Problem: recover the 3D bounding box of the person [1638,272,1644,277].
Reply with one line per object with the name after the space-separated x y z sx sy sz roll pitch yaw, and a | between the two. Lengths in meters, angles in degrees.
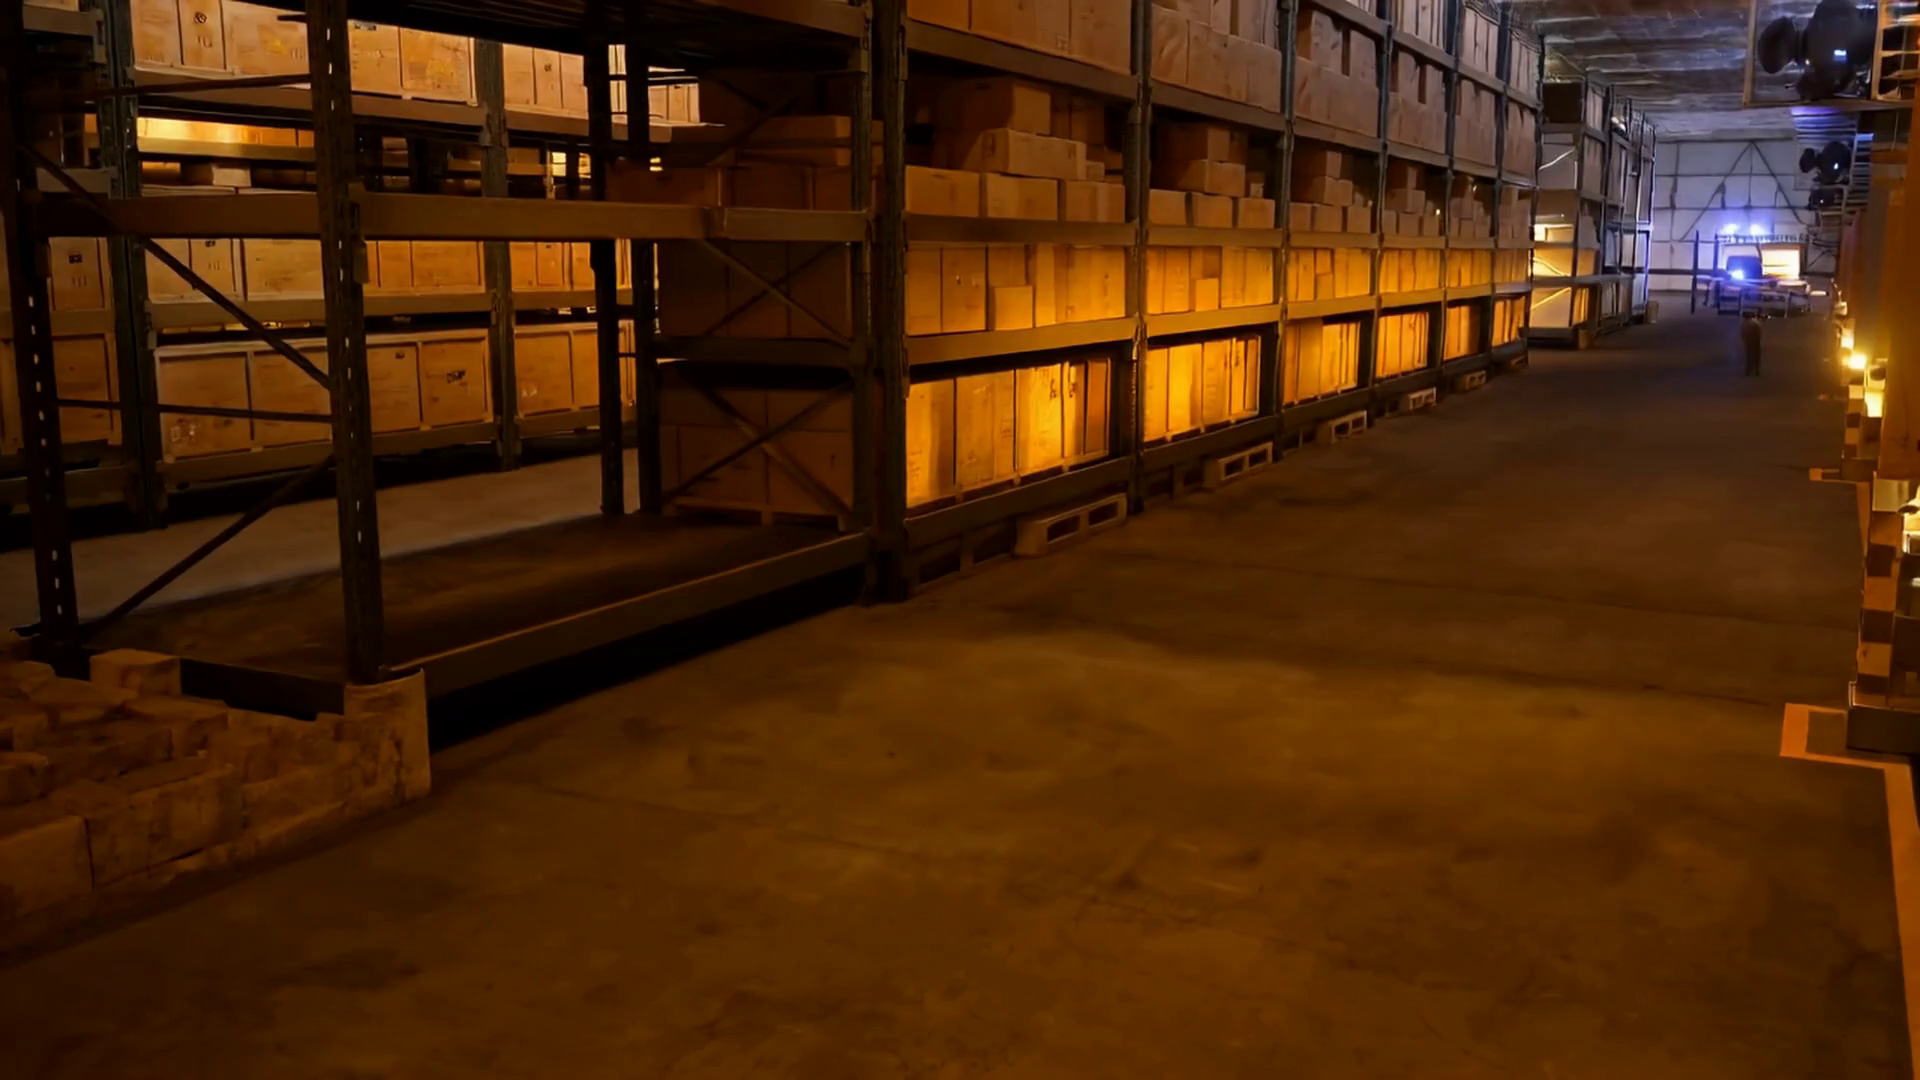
36.369 -13.968 88.831 0.509 1.629 0.317 3 10 18 | person
